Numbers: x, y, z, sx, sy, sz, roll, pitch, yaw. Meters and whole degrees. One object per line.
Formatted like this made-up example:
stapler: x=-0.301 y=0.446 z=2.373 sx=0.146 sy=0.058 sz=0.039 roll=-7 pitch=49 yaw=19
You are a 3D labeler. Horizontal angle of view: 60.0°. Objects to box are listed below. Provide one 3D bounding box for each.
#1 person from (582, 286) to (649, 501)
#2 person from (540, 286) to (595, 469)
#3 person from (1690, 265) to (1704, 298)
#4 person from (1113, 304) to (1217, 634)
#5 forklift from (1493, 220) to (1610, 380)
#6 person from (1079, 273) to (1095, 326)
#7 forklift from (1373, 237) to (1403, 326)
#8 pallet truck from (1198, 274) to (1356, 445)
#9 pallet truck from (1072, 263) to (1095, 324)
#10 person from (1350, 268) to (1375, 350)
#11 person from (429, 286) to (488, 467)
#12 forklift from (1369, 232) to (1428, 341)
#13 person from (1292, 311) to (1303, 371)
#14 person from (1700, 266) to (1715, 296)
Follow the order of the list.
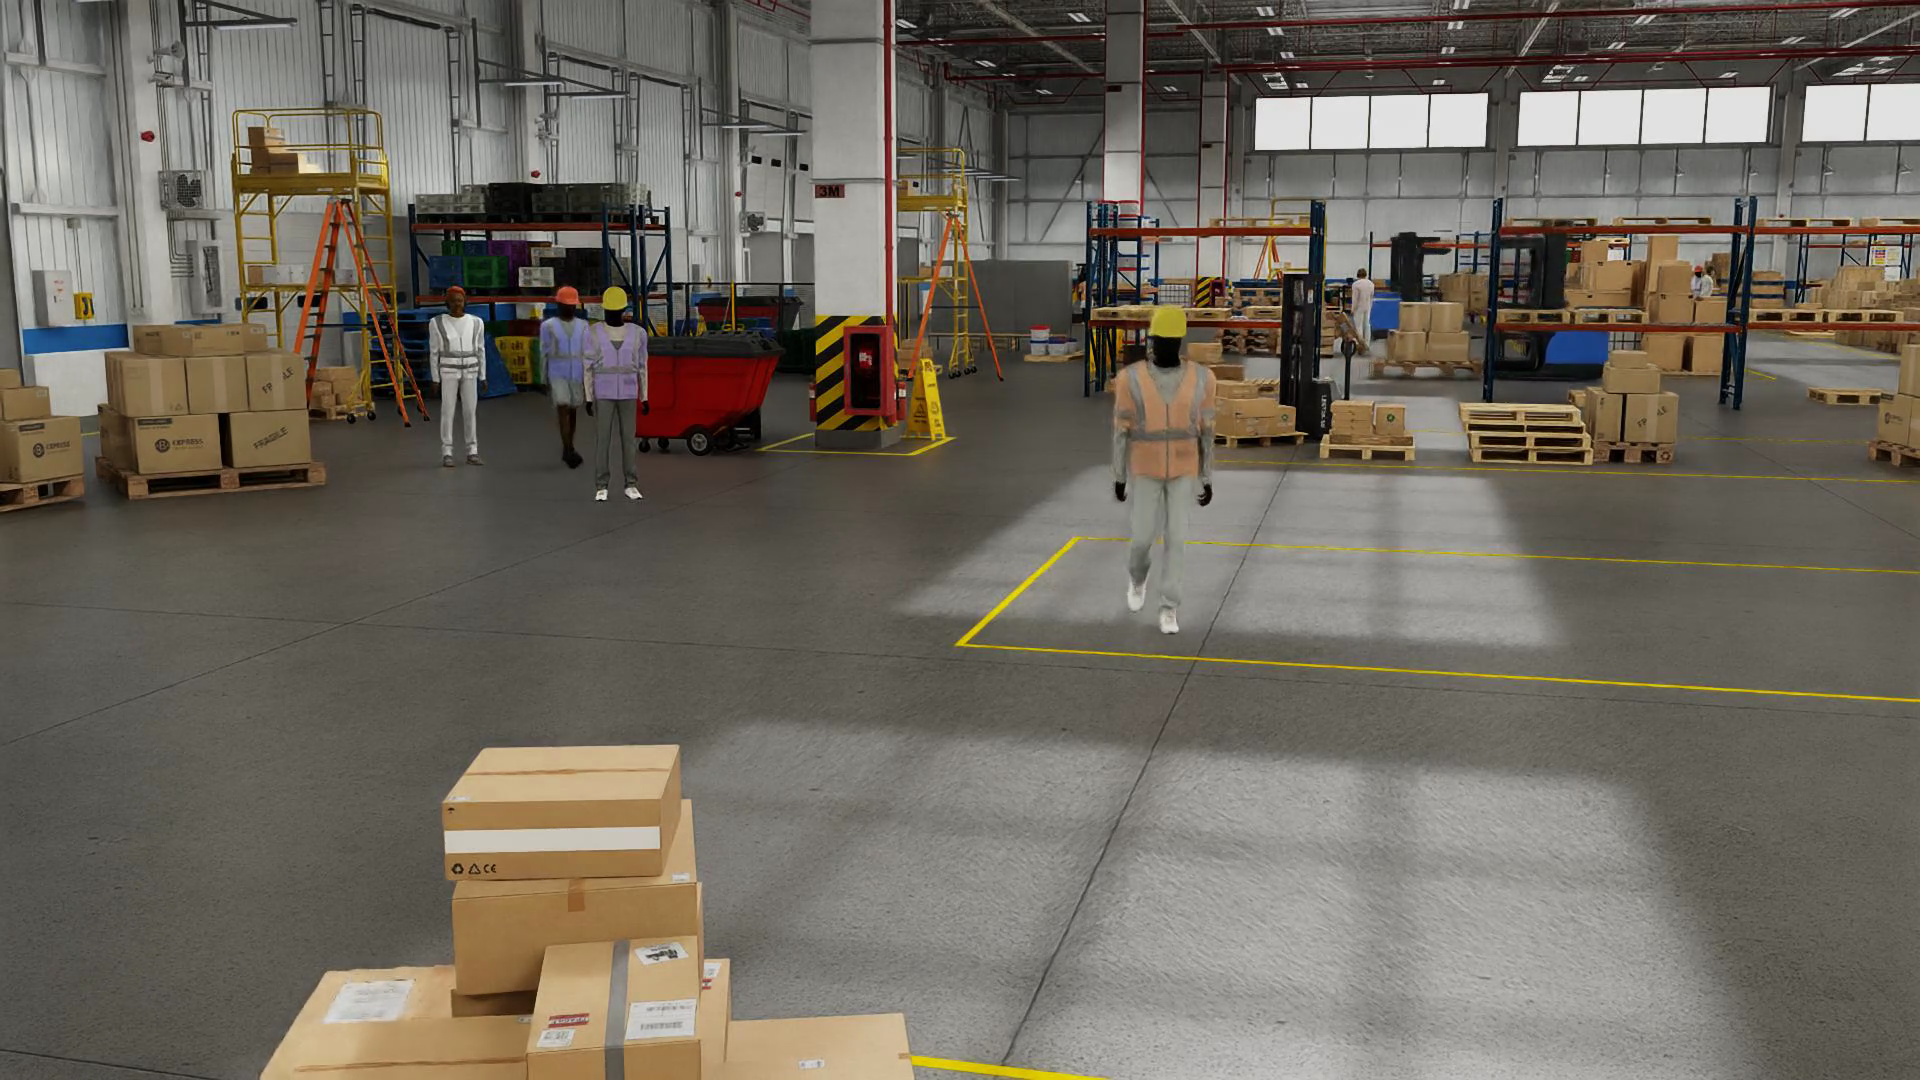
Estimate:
person: x=-3.076 y=-1.305 z=14.918 sx=0.584 sy=1.918 sz=0.381 roll=-3 pitch=10 yaw=-19
person: x=-4.076 y=-1.699 z=17.374 sx=0.553 sy=1.875 sz=1.021 roll=-6 pitch=11 yaw=-30
person: x=22.615 y=-7.442 z=51.006 sx=0.376 sy=1.934 sz=0.547 roll=-8 pitch=12 yaw=-38
person: x=1.193 y=-0.423 z=9.736 sx=0.588 sy=1.915 sz=0.537 roll=0 pitch=10 yaw=1
forklift: x=10.560 y=-4.277 z=29.584 sx=1.873 sy=2.768 sz=1.129 roll=2 pitch=10 yaw=14
person: x=4.059 y=-7.687 z=53.152 sx=0.532 sy=1.694 sz=0.319 roll=0 pitch=10 yaw=-2
forklift: x=13.753 y=-8.085 z=52.009 sx=1.873 sy=2.768 sz=1.129 roll=-2 pitch=10 yaw=-14
pallet truck: x=3.653 y=-2.138 z=19.590 sx=1.885 sy=1.965 sz=0.823 roll=-4 pitch=10 yaw=-20
pallet truck: x=4.325 y=-8.180 z=55.162 sx=0.823 sy=1.965 sz=1.885 roll=6 pitch=11 yaw=31
person: x=9.404 y=-5.395 z=38.950 sx=0.629 sy=1.937 sz=0.379 roll=-5 pitch=11 yaw=-28
person: x=-5.228 y=-1.704 z=17.371 sx=0.575 sy=1.881 sz=0.356 roll=-6 pitch=11 yaw=-31
forklift: x=11.610 y=-6.594 z=43.226 sx=1.873 sy=2.768 sz=1.129 roll=2 pitch=10 yaw=14
person: x=6.607 y=-4.100 z=31.925 sx=0.336 sy=1.734 sz=0.487 roll=6 pitch=12 yaw=33
person: x=22.811 y=-7.403 z=50.812 sx=0.364 sy=1.929 sz=0.628 roll=5 pitch=11 yaw=29
